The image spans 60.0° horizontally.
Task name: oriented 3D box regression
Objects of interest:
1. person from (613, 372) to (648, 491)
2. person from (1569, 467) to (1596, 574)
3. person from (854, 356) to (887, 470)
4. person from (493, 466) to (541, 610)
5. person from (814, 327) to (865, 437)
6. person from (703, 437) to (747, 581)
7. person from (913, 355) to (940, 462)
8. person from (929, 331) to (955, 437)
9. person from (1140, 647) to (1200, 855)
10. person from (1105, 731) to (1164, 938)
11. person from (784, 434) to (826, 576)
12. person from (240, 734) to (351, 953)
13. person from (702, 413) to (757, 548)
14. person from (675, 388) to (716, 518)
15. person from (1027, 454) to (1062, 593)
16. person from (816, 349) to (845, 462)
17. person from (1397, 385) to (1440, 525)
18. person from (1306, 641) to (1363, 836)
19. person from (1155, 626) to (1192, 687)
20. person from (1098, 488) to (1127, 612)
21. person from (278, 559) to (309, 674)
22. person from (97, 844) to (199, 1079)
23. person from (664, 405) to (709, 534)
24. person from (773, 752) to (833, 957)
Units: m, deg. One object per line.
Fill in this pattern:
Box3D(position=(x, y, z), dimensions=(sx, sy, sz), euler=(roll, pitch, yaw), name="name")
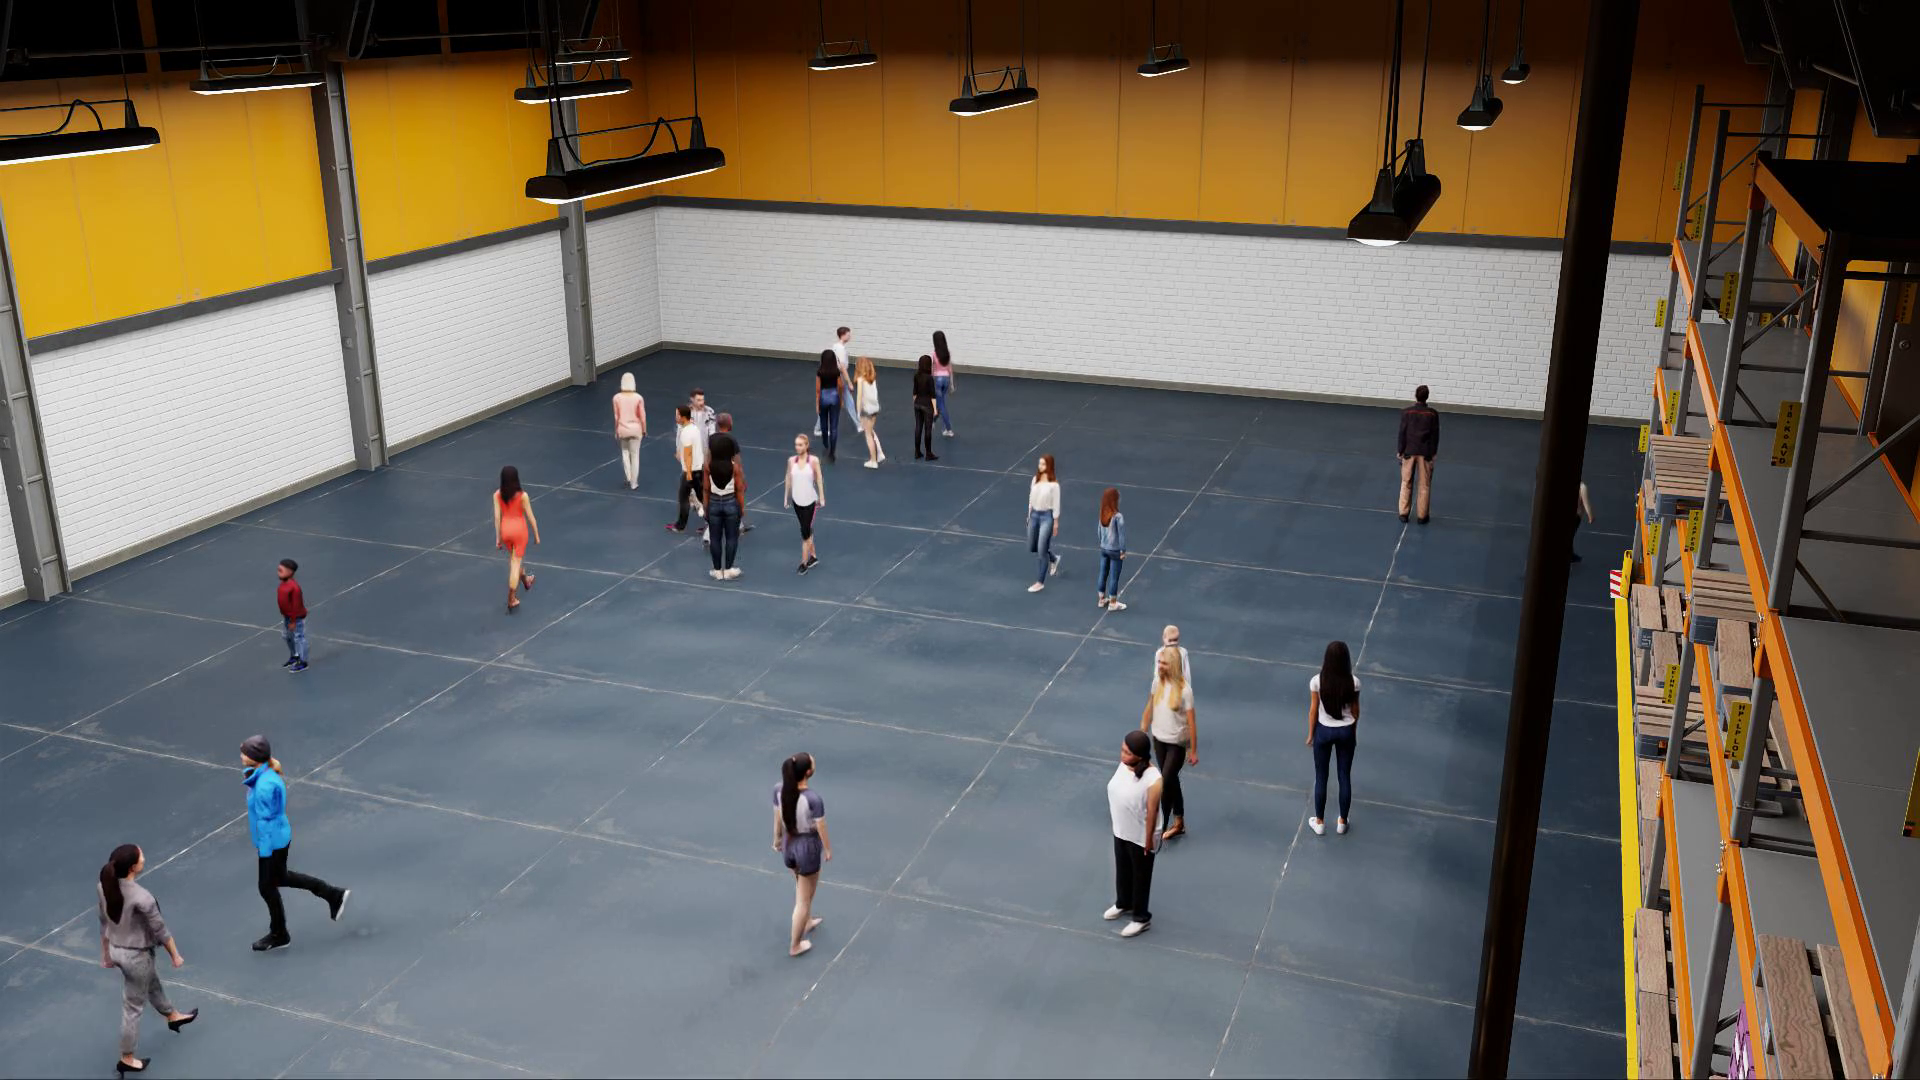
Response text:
Box3D(position=(-4.819, -1.568, 24.221), dimensions=(0.738, 1.711, 0.803), euler=(-1, 19, -3), name="person")
Box3D(position=(7.594, -0.271, 20.789), dimensions=(0.901, 1.444, 0.839), euler=(-9, 20, -24), name="person")
Box3D(position=(-1.304, -1.921, 25.225), dimensions=(0.763, 1.738, 0.704), euler=(16, 24, 39), name="person")
Box3D(position=(-5.278, 0.002, 19.632), dimensions=(0.818, 1.664, 1.199), euler=(2, 19, 5), name="person")
Box3D(position=(-2.059, -2.521, 26.913), dimensions=(1.111, 1.798, 1.266), euler=(-3, 19, -8), name="person")
Box3D(position=(-2.940, -0.385, 20.567), dimensions=(0.740, 1.802, 0.698), euler=(0, 19, 0), name="person")
Box3D(position=(-0.559, -2.060, 25.791), dimensions=(0.642, 1.641, 0.604), euler=(14, 23, 35), name="person")
Box3D(position=(-0.284, -2.508, 27.040), dimensions=(1.133, 1.693, 1.131), euler=(-11, 22, -30), name="person")
Box3D(position=(1.867, 1.745, 14.234), dimensions=(0.977, 1.806, 0.868), euler=(-16, 25, -40), name="person")
Box3D(position=(1.353, 2.244, 12.941), dimensions=(0.817, 1.686, 0.757), euler=(-9, 20, -24), name="person")
Box3D(position=(-1.908, -0.488, 20.932), dimensions=(0.644, 1.764, 0.864), euler=(7, 20, 20), name="person")
Box3D(position=(-5.116, 2.296, 12.633), dimensions=(1.029, 1.783, 1.016), euler=(-6, 19, -16), name="person")
Box3D(position=(-3.131, -0.730, 21.671), dimensions=(0.974, 1.750, 1.334), euler=(15, 24, 37), name="person")
Box3D(position=(-3.716, -1.251, 23.125), dimensions=(1.136, 1.810, 1.115), euler=(-12, 22, -32), name="person")
Box3D(position=(1.060, -0.239, 20.268), dimensions=(0.806, 1.716, 0.981), euler=(16, 25, 40), name="person")
Box3D(position=(-2.004, -2.048, 25.681), dimensions=(0.981, 1.688, 1.237), euler=(-3, 19, -8), name="person")
Box3D(position=(6.249, -1.175, 22.720), dimensions=(0.699, 1.924, 0.600), euler=(6, 19, 16), name="person")
Box3D(position=(3.238, 1.712, 14.381), dimensions=(0.638, 1.775, 0.602), euler=(2, 19, 5), name="person")
Box3D(position=(2.042, 1.407, 16.085), dimensions=(0.777, 1.265, 0.939), euler=(-4, 19, -12), name="person")
Box3D(position=(1.783, 0.103, 19.628), dimensions=(0.654, 1.476, 0.634), euler=(-14, 23, -35), name="person")
Box3D(position=(-7.138, 0.793, 17.931), dimensions=(0.583, 1.250, 0.598), euler=(16, 25, 40), name="person")
Box3D(position=(-5.611, 2.866, 11.164), dimensions=(0.701, 1.641, 0.979), euler=(9, 21, 24), name="person")
Box3D(position=(-3.479, -0.916, 22.198), dimensions=(0.849, 1.766, 0.933), euler=(4, 19, 11), name="person")
Box3D(position=(-1.258, 2.397, 12.569), dimensions=(0.713, 1.632, 0.807), euler=(13, 23, 34), name="person")
